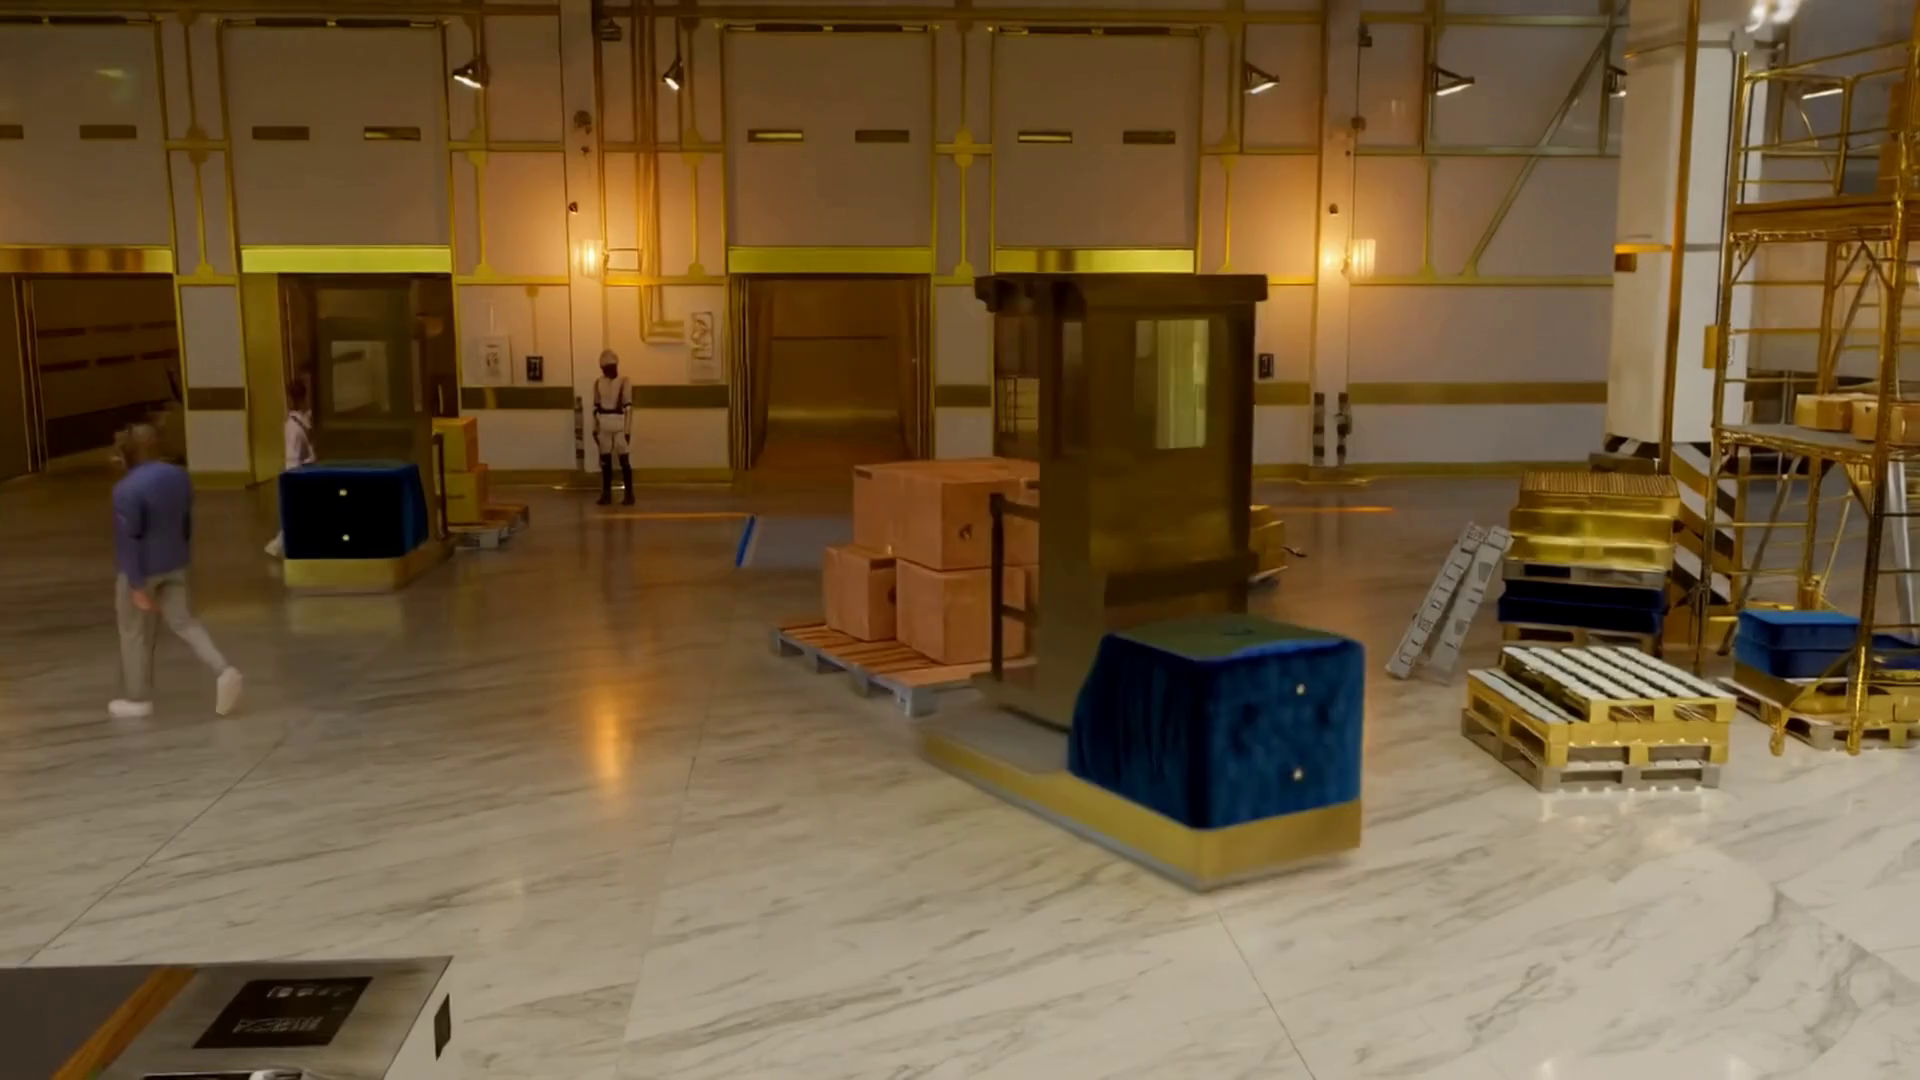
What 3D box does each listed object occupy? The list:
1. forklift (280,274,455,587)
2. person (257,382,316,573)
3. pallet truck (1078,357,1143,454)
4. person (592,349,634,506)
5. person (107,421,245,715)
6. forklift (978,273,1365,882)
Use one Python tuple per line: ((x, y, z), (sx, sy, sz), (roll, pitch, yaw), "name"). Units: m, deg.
((-5.540, -1.067, 15.447), (1.129, 2.768, 1.873), (-1, 9, -4), "forklift")
((-6.131, -0.556, 15.477), (0.803, 1.841, 0.577), (-3, 10, -18), "person")
((2.088, -0.836, 16.757), (1.885, 1.965, 0.823), (2, 9, 13), "pallet truck")
((-4.259, -1.373, 20.366), (0.545, 1.927, 0.390), (3, 9, 16), "person")
((-5.053, 0.196, 10.565), (0.856, 1.914, 0.633), (3, 10, 18), "person")
((1.054, 0.064, 8.347), (1.129, 2.768, 1.873), (-5, 10, -30), "forklift")
